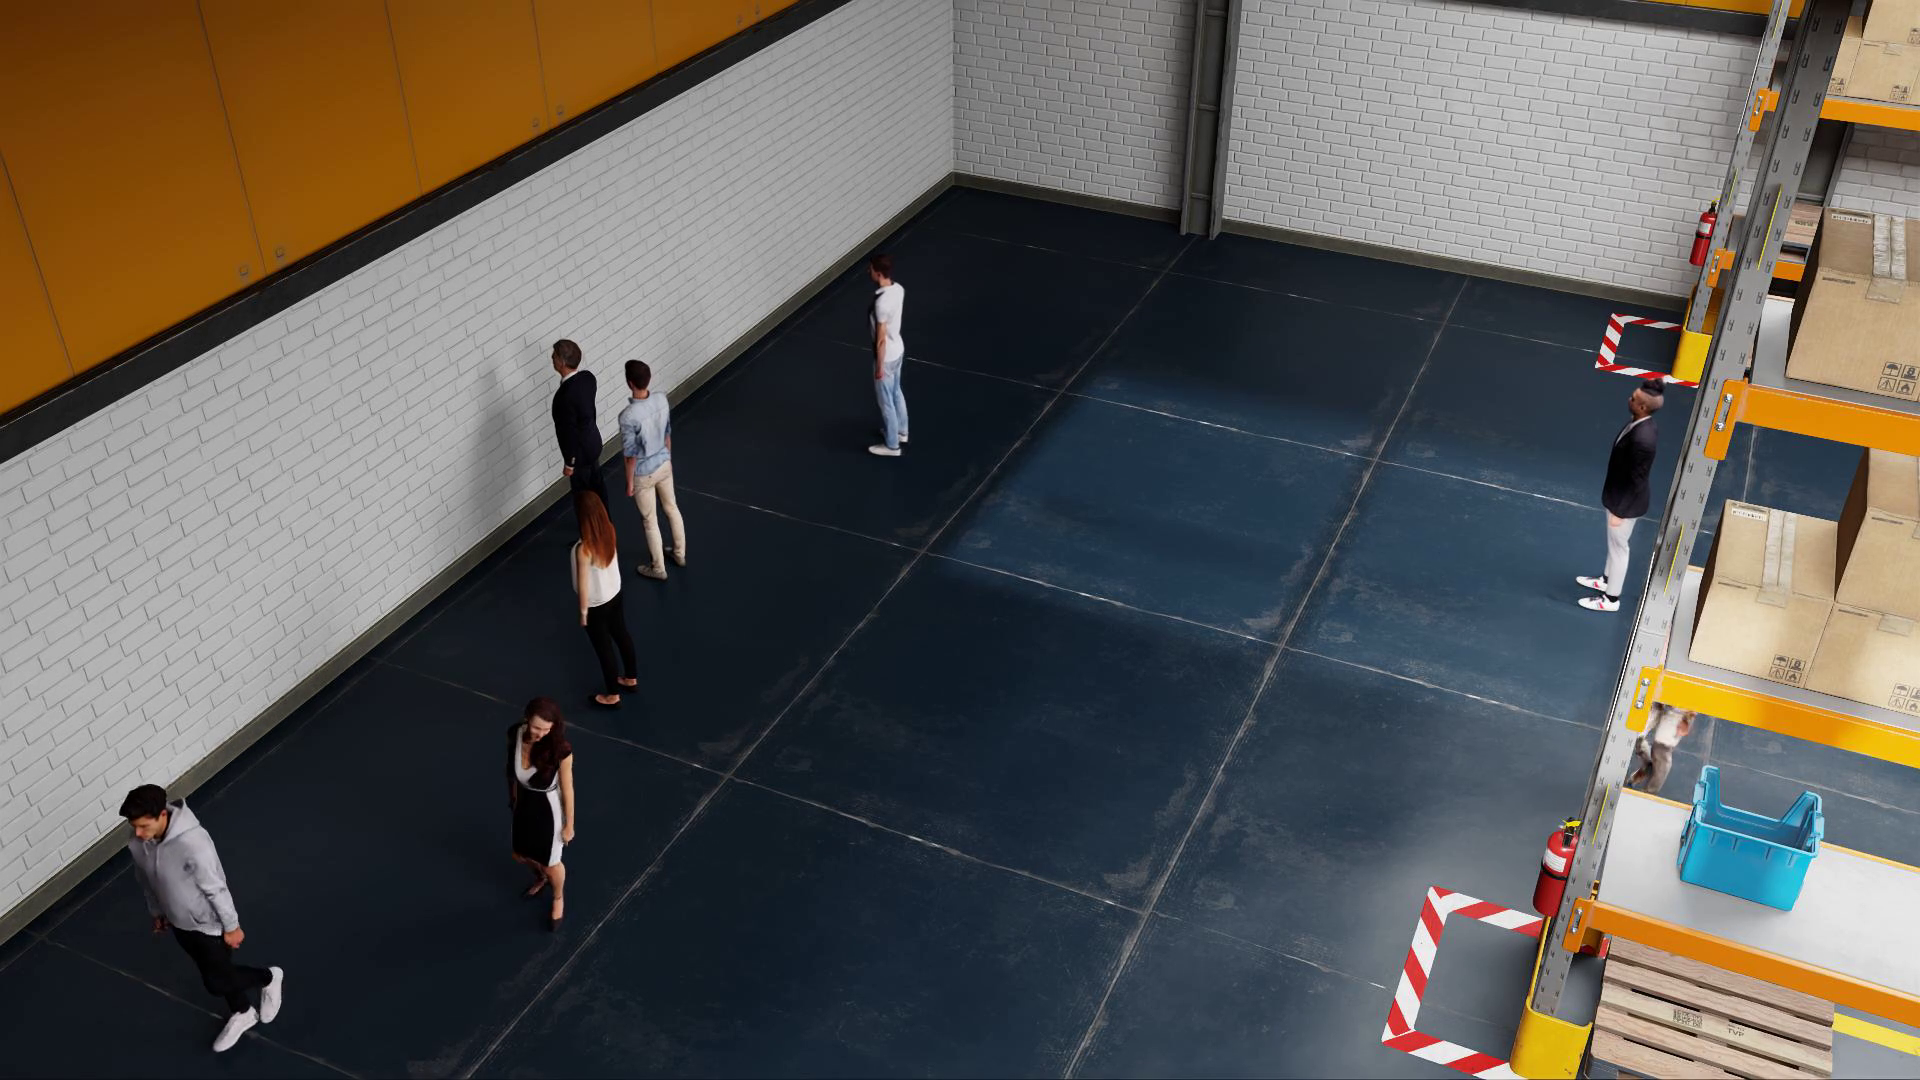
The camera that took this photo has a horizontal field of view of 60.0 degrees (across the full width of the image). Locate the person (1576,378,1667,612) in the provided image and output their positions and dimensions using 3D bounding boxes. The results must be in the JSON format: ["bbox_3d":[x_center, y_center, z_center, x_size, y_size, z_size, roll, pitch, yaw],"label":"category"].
[{"bbox_3d":[4.987,-0.354,12.428,0.617,1.954,0.723,10,35,15],"label":"person"}]

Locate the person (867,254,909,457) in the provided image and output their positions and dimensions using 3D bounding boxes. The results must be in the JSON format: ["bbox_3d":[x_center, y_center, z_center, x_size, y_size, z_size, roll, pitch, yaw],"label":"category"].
[{"bbox_3d":[-0.610,-1.606,14.408,0.579,1.849,0.673,8,34,12],"label":"person"}]

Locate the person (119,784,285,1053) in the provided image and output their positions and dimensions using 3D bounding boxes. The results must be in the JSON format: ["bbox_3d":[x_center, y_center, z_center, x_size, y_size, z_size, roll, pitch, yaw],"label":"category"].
[{"bbox_3d":[-4.048,1.958,8.992,0.713,1.907,0.804,11,35,16],"label":"person"}]

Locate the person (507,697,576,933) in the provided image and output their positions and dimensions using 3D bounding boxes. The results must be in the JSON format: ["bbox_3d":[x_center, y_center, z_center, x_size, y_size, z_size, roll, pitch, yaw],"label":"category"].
[{"bbox_3d":[-2.441,1.590,9.685,0.476,1.755,0.801,23,40,31],"label":"person"}]

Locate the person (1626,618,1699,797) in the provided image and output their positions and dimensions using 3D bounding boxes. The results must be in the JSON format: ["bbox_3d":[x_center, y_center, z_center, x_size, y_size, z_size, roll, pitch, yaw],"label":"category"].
[{"bbox_3d":[4.585,1.009,10.595,0.796,1.715,0.727,-18,38,-25],"label":"person"}]

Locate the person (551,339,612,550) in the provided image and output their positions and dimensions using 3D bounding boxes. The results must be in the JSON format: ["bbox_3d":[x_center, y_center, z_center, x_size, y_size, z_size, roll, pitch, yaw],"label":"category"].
[{"bbox_3d":[-3.006,-0.759,13.164,0.678,1.815,0.745,6,34,9],"label":"person"}]

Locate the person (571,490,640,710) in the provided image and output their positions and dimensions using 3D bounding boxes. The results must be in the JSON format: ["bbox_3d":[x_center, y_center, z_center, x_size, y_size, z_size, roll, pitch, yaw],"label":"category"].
[{"bbox_3d":[-2.464,0.407,11.495,0.504,1.720,0.563,13,36,18],"label":"person"}]

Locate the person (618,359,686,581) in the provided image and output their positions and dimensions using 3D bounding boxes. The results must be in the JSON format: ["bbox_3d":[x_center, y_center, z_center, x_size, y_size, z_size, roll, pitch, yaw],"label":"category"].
[{"bbox_3d":[-2.387,-0.544,12.812,0.618,1.847,0.695,23,40,30],"label":"person"}]
